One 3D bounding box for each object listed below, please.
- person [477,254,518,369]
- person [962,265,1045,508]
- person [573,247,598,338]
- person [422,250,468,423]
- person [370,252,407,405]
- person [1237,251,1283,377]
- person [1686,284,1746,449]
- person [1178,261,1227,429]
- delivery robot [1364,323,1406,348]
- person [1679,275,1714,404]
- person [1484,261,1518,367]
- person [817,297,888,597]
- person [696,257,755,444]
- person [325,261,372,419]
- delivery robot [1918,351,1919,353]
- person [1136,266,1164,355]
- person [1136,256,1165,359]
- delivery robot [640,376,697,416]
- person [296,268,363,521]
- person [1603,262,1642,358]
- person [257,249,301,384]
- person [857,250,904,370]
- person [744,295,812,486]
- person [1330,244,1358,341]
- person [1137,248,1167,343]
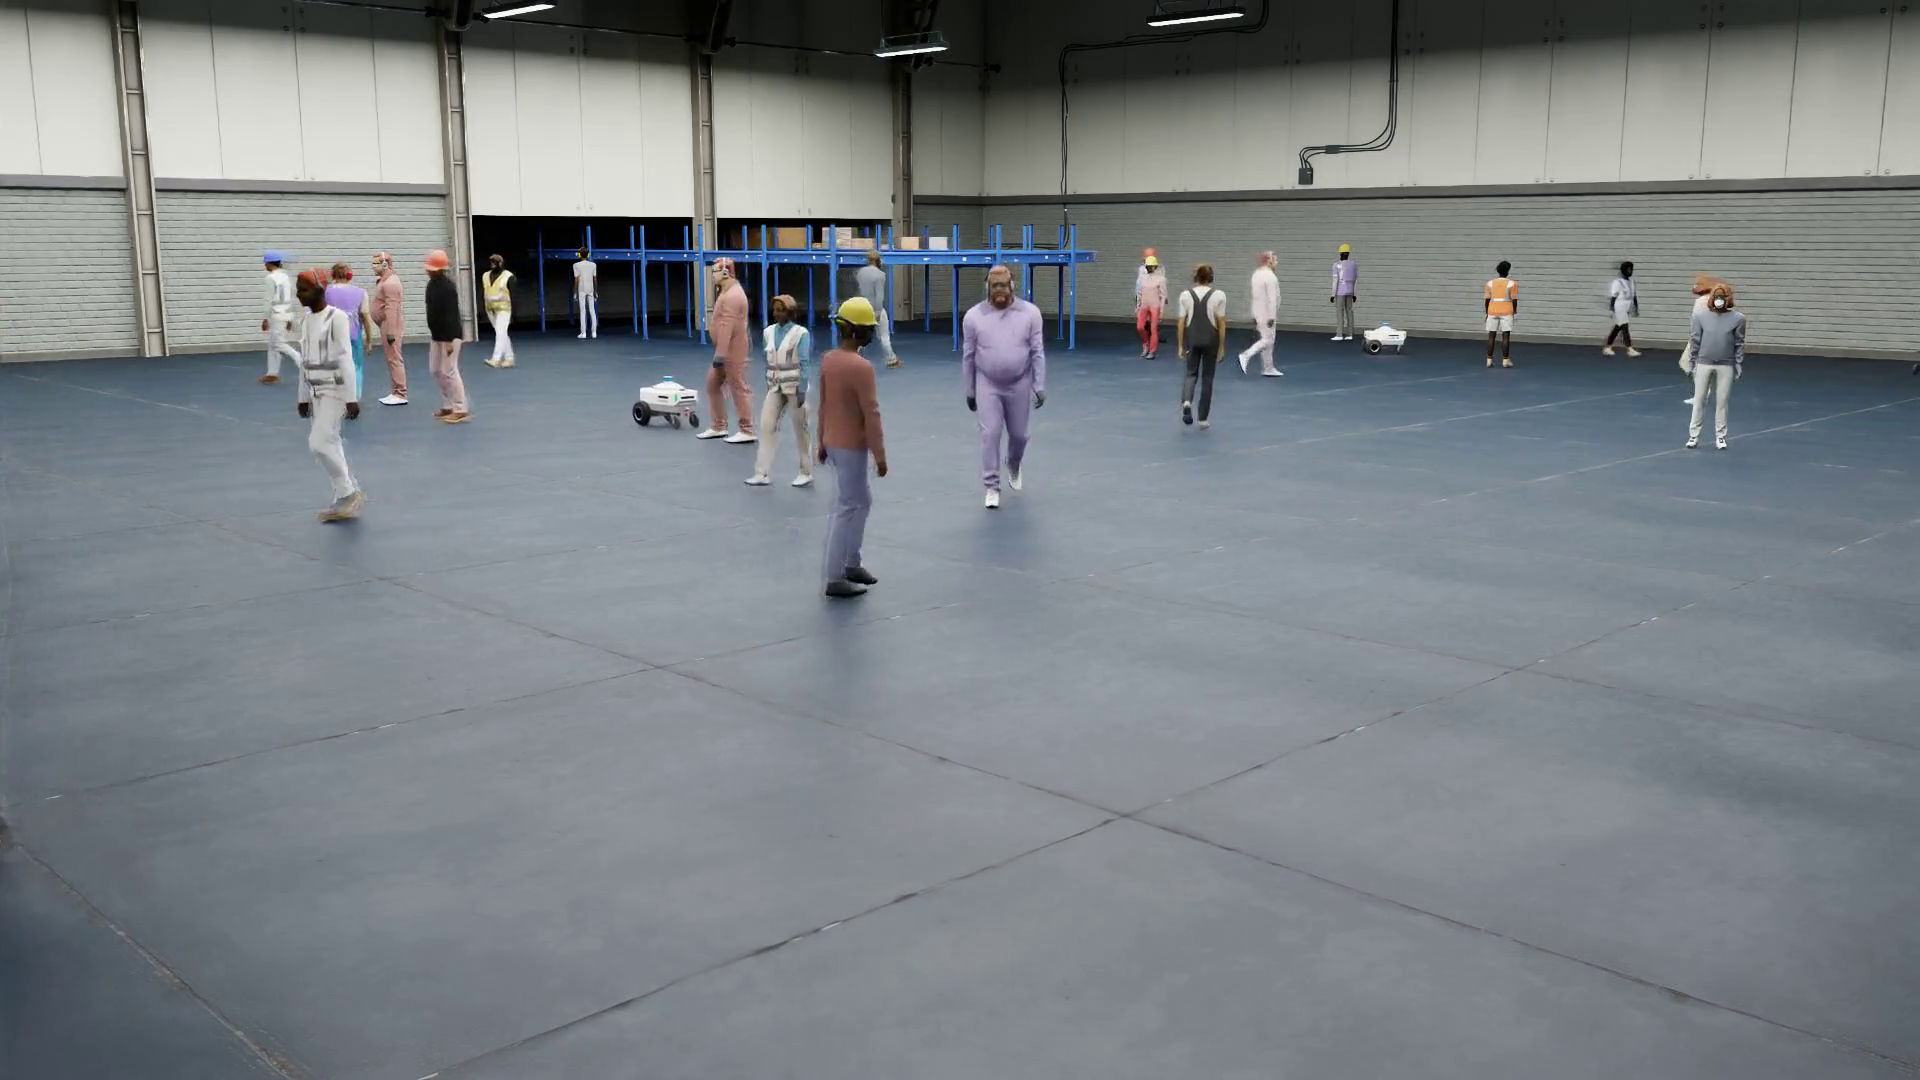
[{"bbox_3d":[-7.382,-3.632,26.479,0.618,1.796,0.963,5,11,24],"label":"person"},{"bbox_3d":[0.337,-1.231,13.176,0.652,1.881,0.735,0,10,-2],"label":"person"},{"bbox_3d":[-7.748,-5.122,34.422,0.509,1.872,0.328,-6,12,-30],"label":"person"},{"bbox_3d":[-5.825,-2.291,18.763,0.537,1.947,0.644,-10,14,-43],"label":"person"},{"bbox_3d":[-7.198,-2.657,20.921,0.400,1.899,0.637,-4,11,-21],"label":"person"},{"bbox_3d":[4.522,-3.379,24.892,0.736,1.887,0.650,-2,11,-12],"label":"person"},{"bbox_3d":[7.528,-1.730,16.572,0.505,1.632,0.269,5,11,25],"label":"person"},{"bbox_3d":[2.646,-2.122,18.175,0.516,1.830,0.501,4,11,19],"label":"person"},{"bbox_3d":[7.632,-3.651,29.854,0.707,0.478,0.477,0,10,2],"label":"delivery robot"},{"bbox_3d":[9.248,-2.509,20.865,0.349,1.614,0.523,9,14,40],"label":"person"},{"bbox_3d":[8.724,-3.642,26.825,0.540,1.695,0.317,7,13,35],"label":"person"},{"bbox_3d":[-0.583,-0.546,9.773,0.566,1.745,0.560,-6,12,-31],"label":"person"},{"bbox_3d":[-2.447,-1.923,16.961,0.726,1.884,0.648,-2,11,-13],"label":"person"},{"bbox_3d":[-7.076,-2.288,19.130,0.571,1.823,0.721,-2,11,-11],"label":"person"},{"bbox_3d":[15.089,-2.999,25.589,0.699,0.223,0.335,-4,11,-22],"label":"delivery robot"},{"bbox_3d":[3.406,-4.195,29.928,0.534,1.672,0.745,-1,10,-4],"label":"person"},{"bbox_3d":[3.257,-3.982,28.498,0.544,1.754,0.364,6,12,31],"label":"person"},{"bbox_3d":[-3.261,-1.591,18.616,0.707,0.478,0.477,10,14,43],"label":"delivery robot"},{"bbox_3d":[-4.688,-1.062,12.277,0.623,1.868,0.444,9,14,42],"label":"person"},{"bbox_3d":[11.581,-4.017,28.994,0.547,1.648,0.867,-6,12,-31],"label":"person"},{"bbox_3d":[-9.645,-3.171,23.663,0.831,1.920,0.612,-1,10,-4],"label":"person"},{"bbox_3d":[-1.372,-3.608,26.159,0.637,1.890,1.041,9,14,42],"label":"person"},{"bbox_3d":[-1.510,-1.225,13.874,0.538,1.607,0.779,7,12,34],"label":"person"},{"bbox_3d":[7.717,-4.976,33.471,0.594,1.924,0.383,-4,11,-21],"label":"person"},{"bbox_3d":[3.810,-4.864,33.044,0.588,1.862,0.999,-5,12,-27],"label":"person"}]
